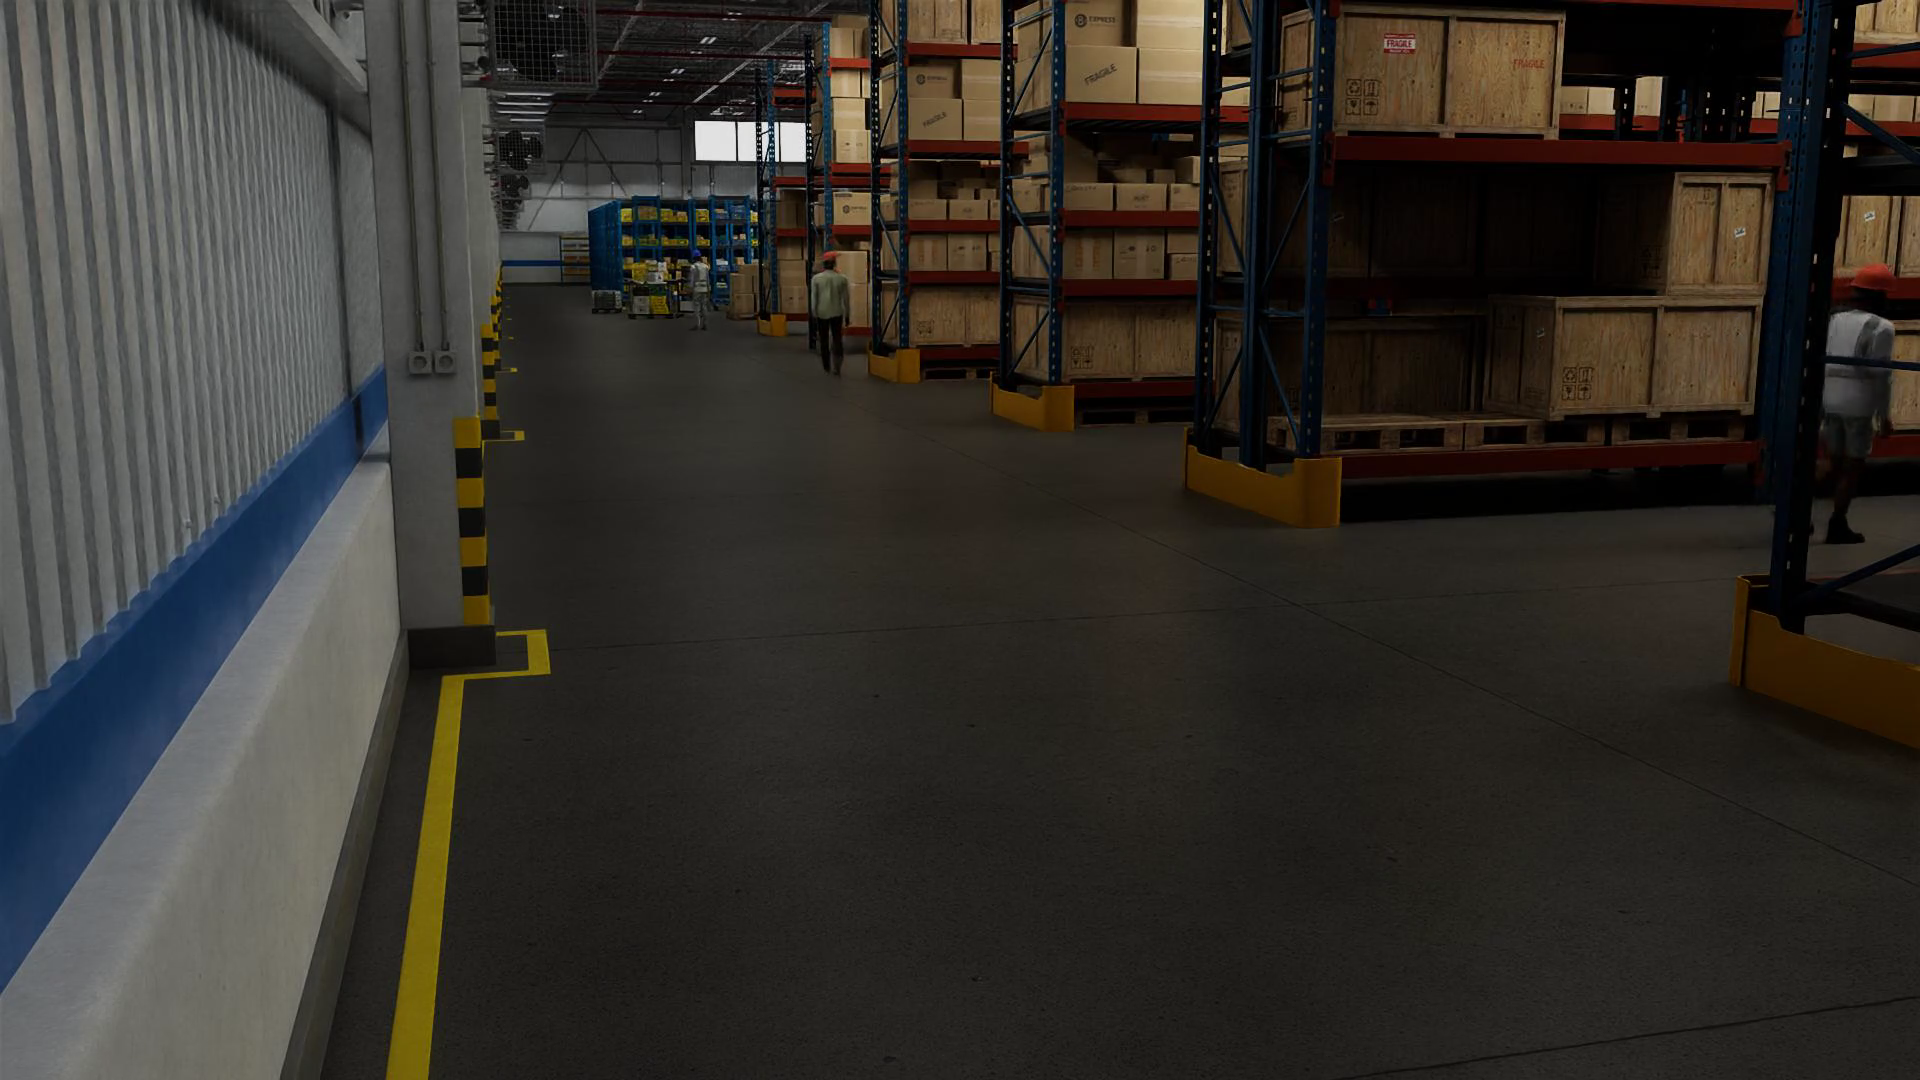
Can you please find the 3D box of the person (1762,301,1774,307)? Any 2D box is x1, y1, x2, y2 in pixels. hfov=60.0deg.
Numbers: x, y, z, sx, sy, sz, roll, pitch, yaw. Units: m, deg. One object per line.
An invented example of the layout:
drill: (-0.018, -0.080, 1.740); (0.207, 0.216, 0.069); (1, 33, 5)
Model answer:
person: (8.416, -2.074, 17.849); (0.618, 1.925, 0.632); (-3, 11, -19)

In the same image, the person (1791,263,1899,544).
person: (6.009, -0.904, 11.254); (0.536, 1.913, 0.550); (-3, 10, -15)

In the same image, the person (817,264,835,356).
person: (-2.446, -4.222, 30.525); (0.384, 1.731, 0.567); (2, 10, 12)

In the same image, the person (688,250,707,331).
person: (-6.268, -5.965, 39.864); (0.376, 1.926, 0.669); (5, 11, 28)

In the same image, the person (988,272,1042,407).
person: (0.786, -2.528, 21.005); (0.858, 1.707, 0.499); (-6, 11, -29)

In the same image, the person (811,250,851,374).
person: (-2.023, -3.556, 26.119); (0.626, 1.967, 0.828); (-2, 10, -10)
